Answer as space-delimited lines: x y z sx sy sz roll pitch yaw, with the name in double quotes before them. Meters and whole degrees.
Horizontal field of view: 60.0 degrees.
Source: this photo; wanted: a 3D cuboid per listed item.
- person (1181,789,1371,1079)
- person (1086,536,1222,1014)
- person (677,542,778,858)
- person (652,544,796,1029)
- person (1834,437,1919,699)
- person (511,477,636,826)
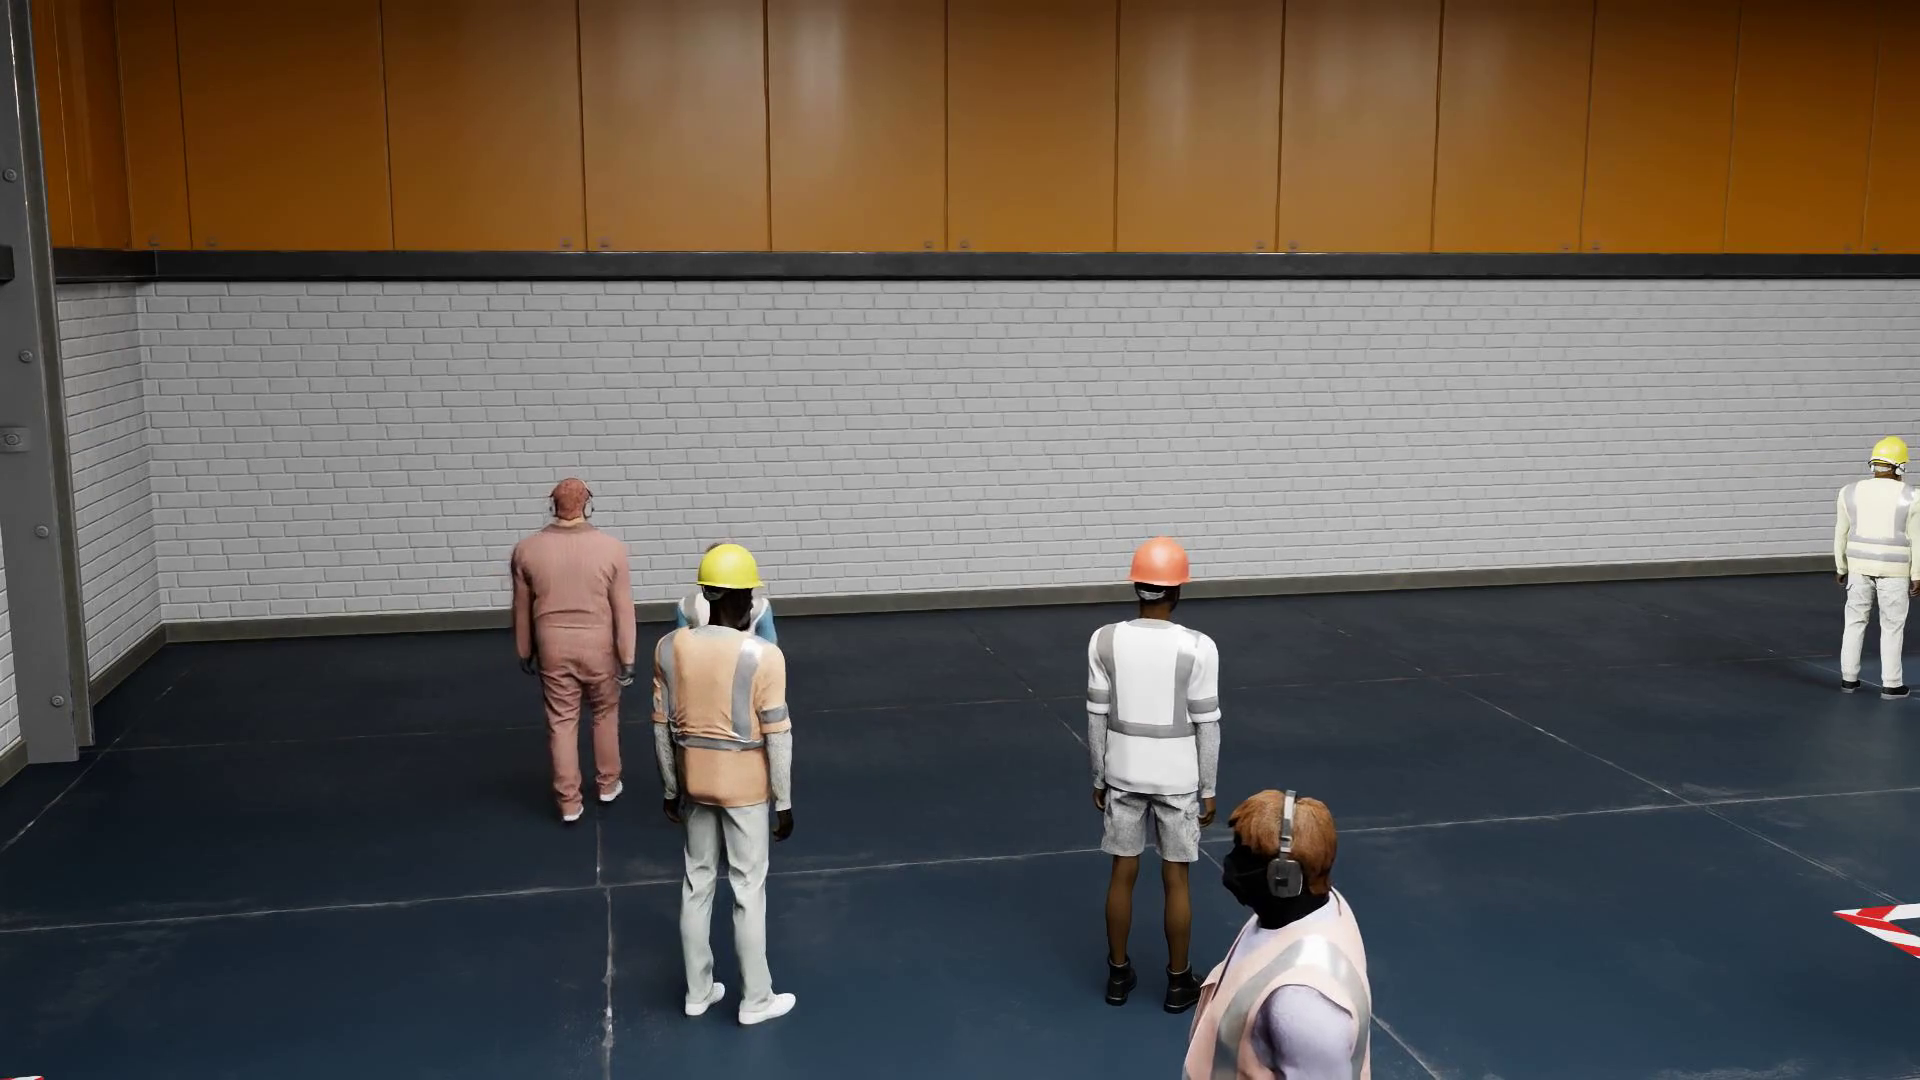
"person" 0.722 1.467 3.841 0.430 1.845 0.619 2 9 10
"person" 0.786 0.946 6.727 0.549 1.936 0.369 4 10 21
"person" -1.209 0.802 8.670 0.517 1.588 0.876 1 9 6
"person" -0.924 0.970 6.616 0.593 1.922 0.383 4 10 22
"person" 6.438 0.192 11.635 0.403 1.834 0.589 -9 13 -43
"person" -2.089 0.579 9.134 0.681 1.875 0.727 -1 9 -4
